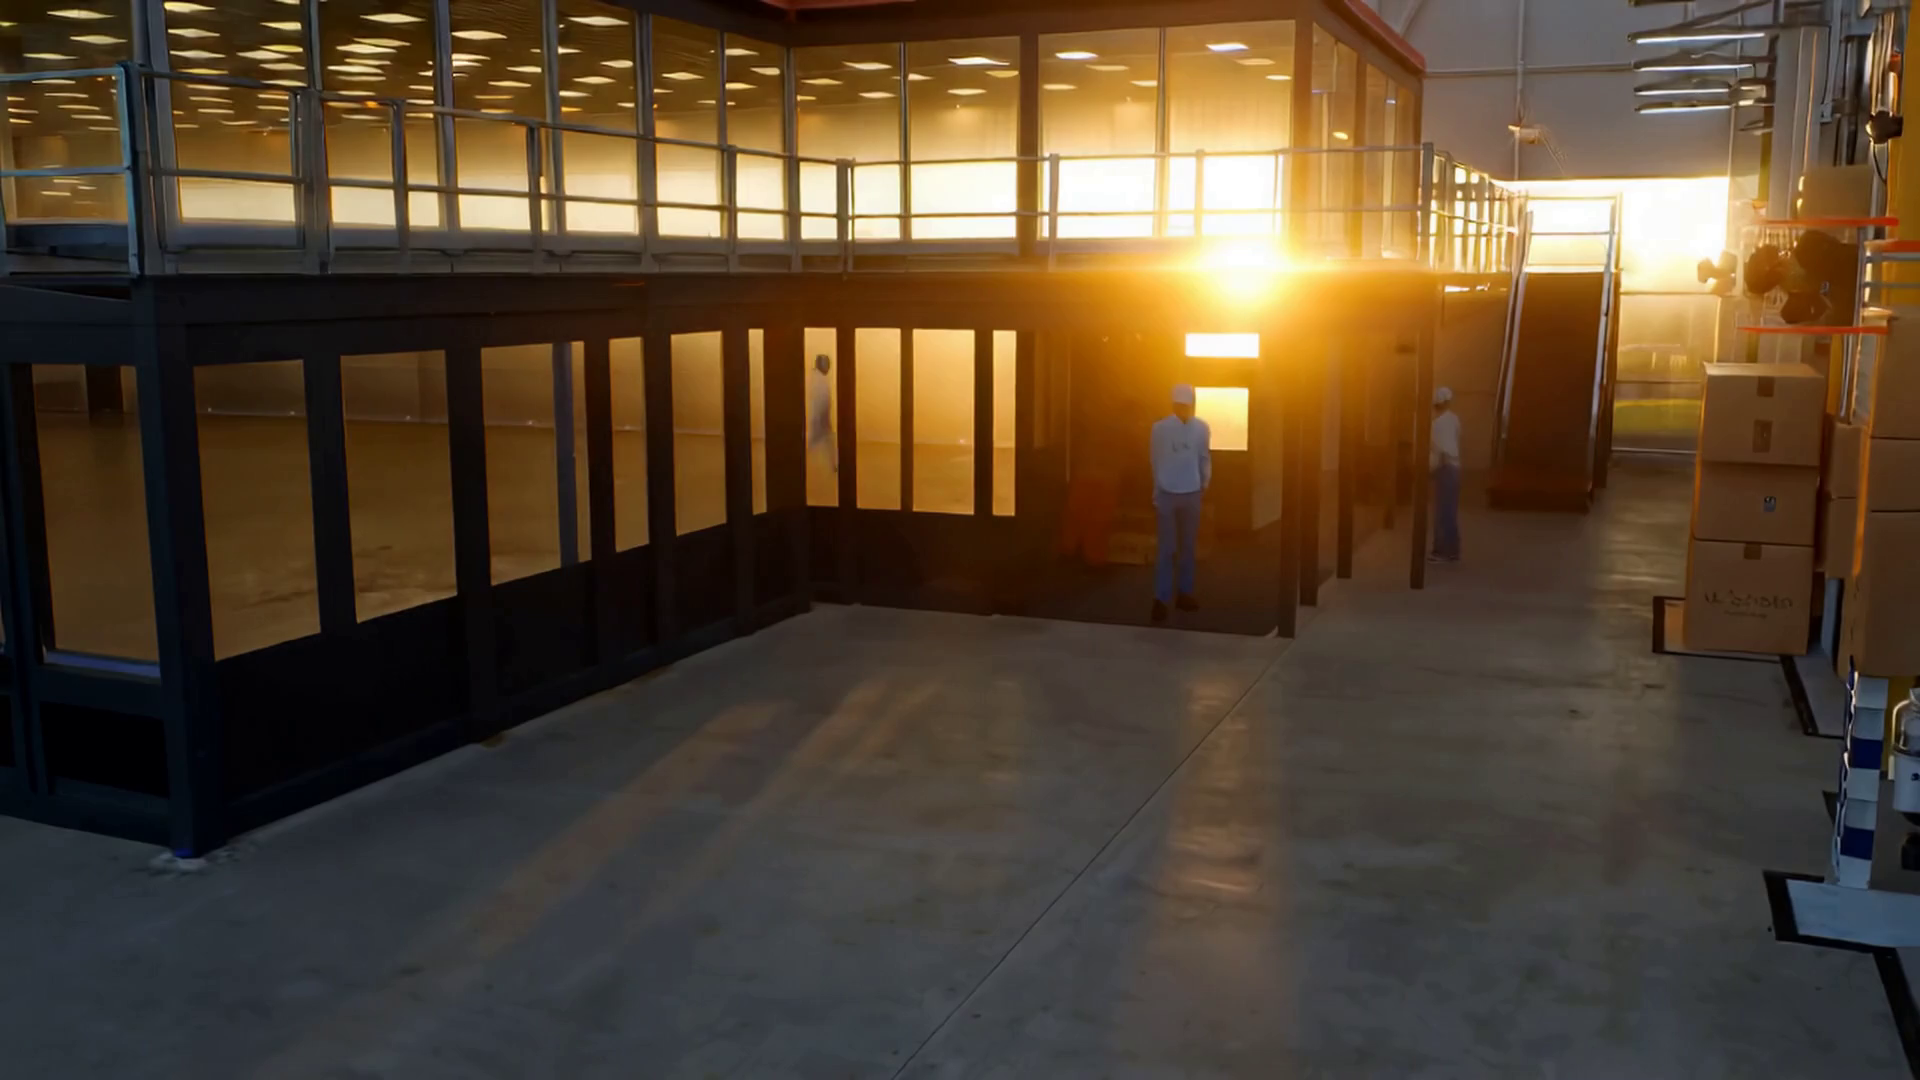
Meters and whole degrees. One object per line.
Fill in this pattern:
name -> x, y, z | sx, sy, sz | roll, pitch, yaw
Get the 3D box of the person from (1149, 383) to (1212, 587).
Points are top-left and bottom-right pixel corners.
person -> 2.132, -0.527, 16.079 | 0.615, 1.988, 0.400 | -1, 9, -8
